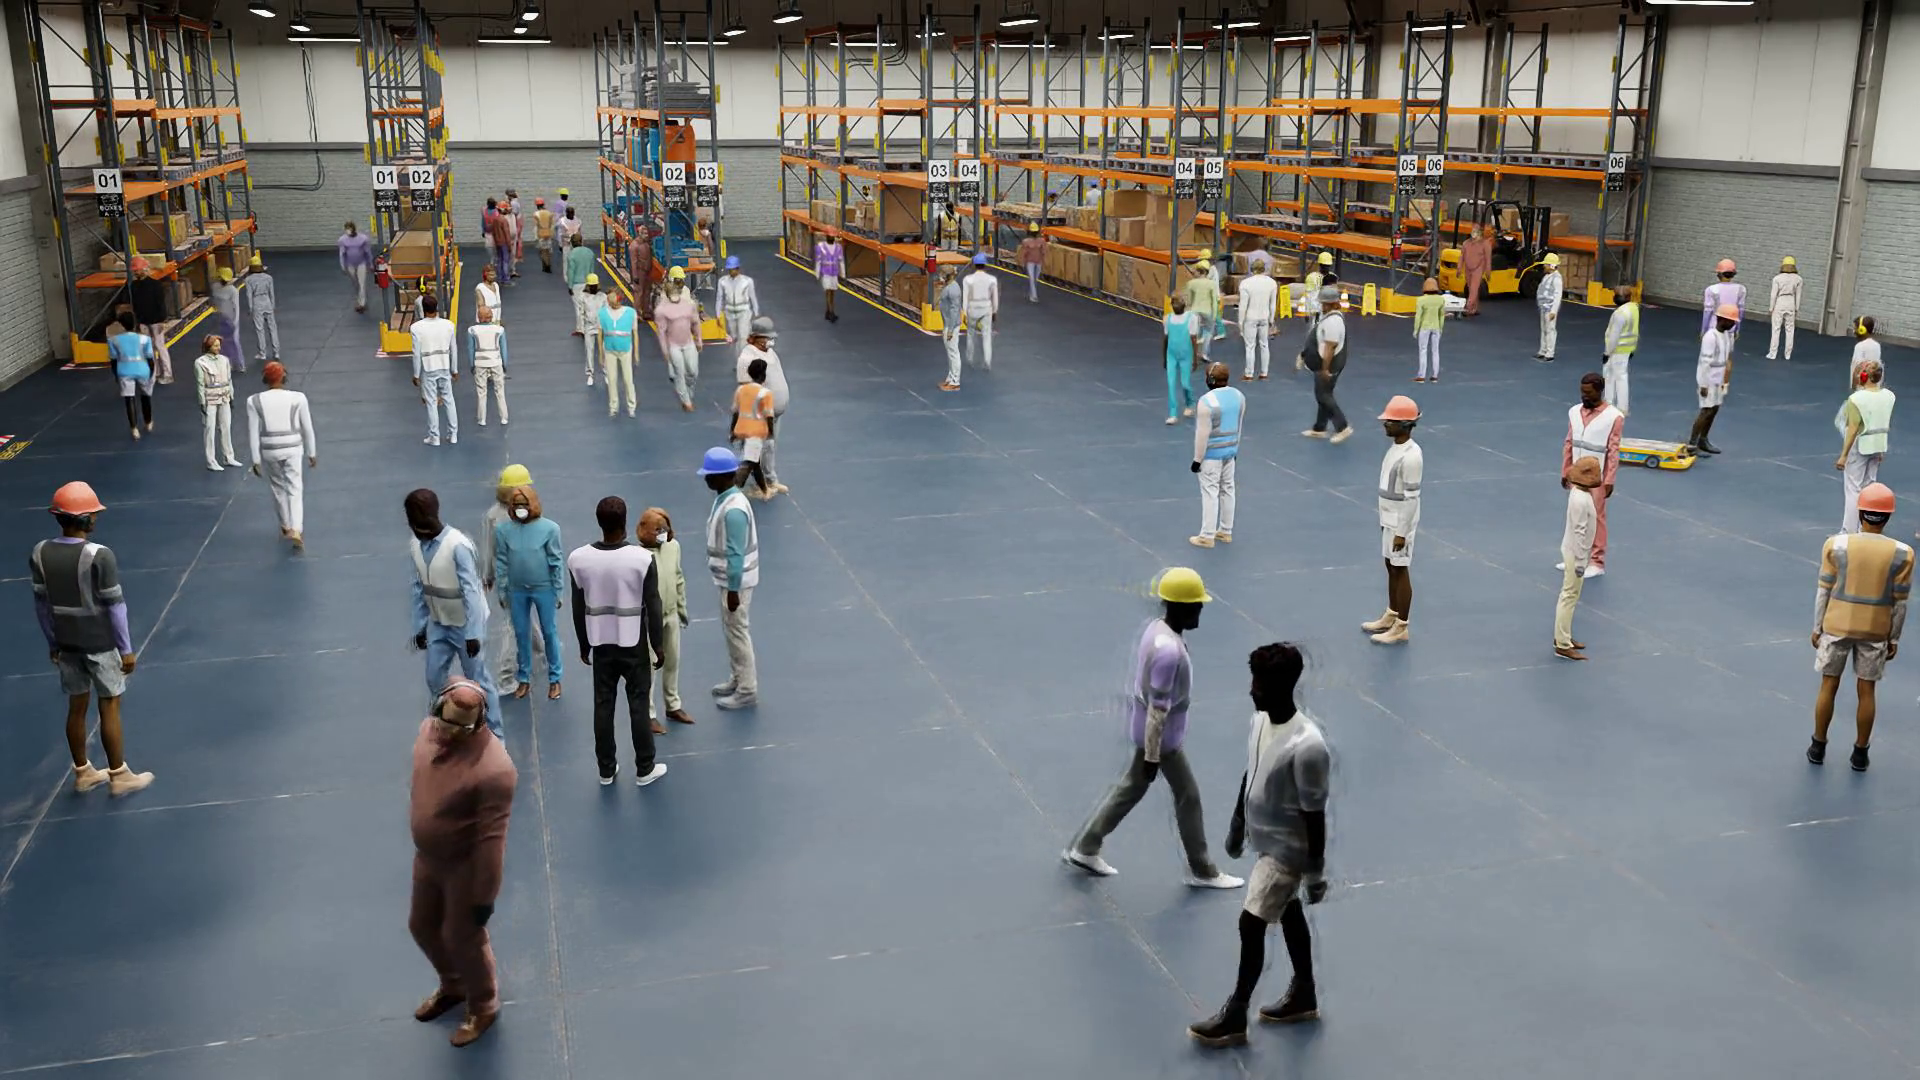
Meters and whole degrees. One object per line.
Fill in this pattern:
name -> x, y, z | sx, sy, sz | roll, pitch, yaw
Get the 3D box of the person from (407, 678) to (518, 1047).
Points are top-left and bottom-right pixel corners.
person -> -2.326, 1.487, 7.696 | 0.736, 1.857, 0.406 | 12, 19, 37

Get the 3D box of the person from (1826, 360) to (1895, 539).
person -> 9.010, -0.867, 16.574 | 0.572, 1.843, 0.373 | -6, 16, -22

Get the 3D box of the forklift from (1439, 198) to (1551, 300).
forklift -> 11.913, -6.508, 37.130 | 2.313, 2.155, 1.214 | -4, 15, -15

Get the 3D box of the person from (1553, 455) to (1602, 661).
person -> 4.923, 0.128, 13.230 | 0.278, 1.636, 0.505 | 5, 16, 18

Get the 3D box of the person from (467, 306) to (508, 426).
person -> -6.416, -2.364, 22.627 | 0.512, 1.630, 0.315 | -4, 15, -16

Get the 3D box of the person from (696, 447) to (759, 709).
person -> -1.680, 0.269, 12.130 | 0.430, 1.936, 0.632 | -4, 15, -14

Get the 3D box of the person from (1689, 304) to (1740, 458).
person -> 9.371, -1.982, 20.642 | 0.565, 1.913, 0.420 | -14, 20, -42

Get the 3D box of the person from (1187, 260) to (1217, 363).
person -> 4.065, -3.812, 27.847 | 0.543, 1.751, 0.528 | 7, 16, 23

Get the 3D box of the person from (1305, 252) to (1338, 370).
person -> 5.925, -3.752, 27.273 | 0.593, 1.924, 0.381 | -5, 16, -19

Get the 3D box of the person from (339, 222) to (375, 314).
person -> -12.532, -5.664, 34.559 | 0.646, 1.880, 1.015 | -1, 15, -4

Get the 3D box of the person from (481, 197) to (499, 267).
person -> -12.333, -8.128, 43.931 | 0.660, 1.825, 0.489 | 1, 15, 5

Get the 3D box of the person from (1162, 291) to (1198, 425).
person -> 3.029, -2.509, 22.799 | 0.541, 1.819, 0.620 | 7, 17, 26

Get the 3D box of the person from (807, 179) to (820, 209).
person -> -4.591, -10.261, 51.745 | 0.373, 1.939, 0.545 | 8, 17, 27

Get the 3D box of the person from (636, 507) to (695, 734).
person -> -2.111, 0.555, 11.650 | 0.293, 1.623, 0.507 | 10, 18, 34

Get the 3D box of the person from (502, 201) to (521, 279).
person -> -11.167, -7.436, 41.200 | 0.399, 1.900, 0.647 | 6, 16, 22

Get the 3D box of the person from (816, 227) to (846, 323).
person -> -2.542, -5.274, 33.076 | 0.565, 1.881, 0.988 | -8, 17, -27

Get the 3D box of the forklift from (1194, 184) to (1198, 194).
forklift -> 7.392, -11.333, 53.972 | 1.873, 2.768, 1.129 | -4, 15, -15

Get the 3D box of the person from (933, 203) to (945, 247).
person -> -0.737, -9.592, 49.272 | 0.568, 1.913, 0.573 | -1, 15, -2

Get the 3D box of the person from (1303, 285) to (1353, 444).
person -> 4.770, -2.298, 21.583 | 0.624, 2.000, 0.762 | 3, 15, 12

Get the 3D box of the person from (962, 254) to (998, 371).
person -> 0.323, -3.743, 27.294 | 0.624, 1.895, 0.972 | -2, 15, -8

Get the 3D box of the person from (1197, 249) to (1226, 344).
person -> 4.606, -4.463, 30.361 | 0.809, 1.715, 0.555 | -7, 16, -24

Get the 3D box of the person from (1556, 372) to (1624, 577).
person -> 5.890, -0.621, 15.535 | 0.398, 1.907, 0.600 | -8, 17, -28

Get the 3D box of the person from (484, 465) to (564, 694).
person -> -3.277, 0.261, 12.599 | 0.491, 1.698, 0.883 | 9, 17, 30

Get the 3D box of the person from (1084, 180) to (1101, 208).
person -> 4.134, -10.119, 51.279 | 0.654, 1.911, 0.457 | 0, 15, -1

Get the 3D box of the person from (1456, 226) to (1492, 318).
person -> 10.412, -5.444, 33.786 | 1.005, 1.850, 0.635 | -12, 19, -38

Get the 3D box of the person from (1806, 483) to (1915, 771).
person -> 5.938, 0.573, 11.008 | 0.539, 1.929, 0.389 | 6, 16, 22

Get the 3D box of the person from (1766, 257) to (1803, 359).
person -> 14.088, -3.966, 28.449 | 0.489, 1.733, 0.334 | 2, 15, 9

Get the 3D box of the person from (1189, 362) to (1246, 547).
person -> 2.528, -0.850, 16.516 | 0.619, 1.845, 0.430 | -12, 19, -38

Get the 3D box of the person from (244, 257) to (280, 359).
person -> -11.961, -3.967, 28.453 | 0.485, 1.734, 0.321 | -14, 21, -43

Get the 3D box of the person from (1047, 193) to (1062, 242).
person -> 2.563, -8.581, 45.596 | 0.557, 1.849, 0.450 | -6, 16, -22

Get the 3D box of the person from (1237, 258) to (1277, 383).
person -> 4.642, -3.436, 26.062 | 0.632, 1.938, 0.359 | -4, 15, -15

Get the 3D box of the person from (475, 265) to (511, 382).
person -> -7.404, -3.412, 26.180 | 0.394, 1.832, 0.576 | 4, 15, 14

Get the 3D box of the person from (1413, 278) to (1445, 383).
person -> 7.338, -3.281, 26.066 | 0.501, 1.631, 0.287 | -3, 15, -12

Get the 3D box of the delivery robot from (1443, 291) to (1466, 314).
delivery robot -> 9.852, -4.787, 33.620 | 0.707, 0.478, 0.477 | 2, 15, 8

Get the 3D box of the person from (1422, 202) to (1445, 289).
person -> 11.028, -6.865, 38.801 | 0.474, 2.029, 0.610 | 5, 16, 17

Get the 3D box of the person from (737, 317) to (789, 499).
person -> -2.168, -1.484, 18.520 | 0.535, 2.000, 0.686 | 5, 16, 19

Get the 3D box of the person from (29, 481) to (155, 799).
person -> -5.510, 0.632, 10.554 | 0.615, 2.041, 0.392 | 4, 15, 14

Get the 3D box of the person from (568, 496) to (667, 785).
person -> -2.192, 0.657, 10.696 | 0.592, 1.922, 0.392 | 2, 15, 6

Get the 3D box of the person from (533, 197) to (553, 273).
person -> -10.608, -7.760, 42.390 | 0.573, 1.917, 0.409 | -11, 18, -35

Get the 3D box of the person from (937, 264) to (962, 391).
person -> -0.151, -3.237, 25.325 | 0.372, 1.934, 0.627 | -1, 15, -5
